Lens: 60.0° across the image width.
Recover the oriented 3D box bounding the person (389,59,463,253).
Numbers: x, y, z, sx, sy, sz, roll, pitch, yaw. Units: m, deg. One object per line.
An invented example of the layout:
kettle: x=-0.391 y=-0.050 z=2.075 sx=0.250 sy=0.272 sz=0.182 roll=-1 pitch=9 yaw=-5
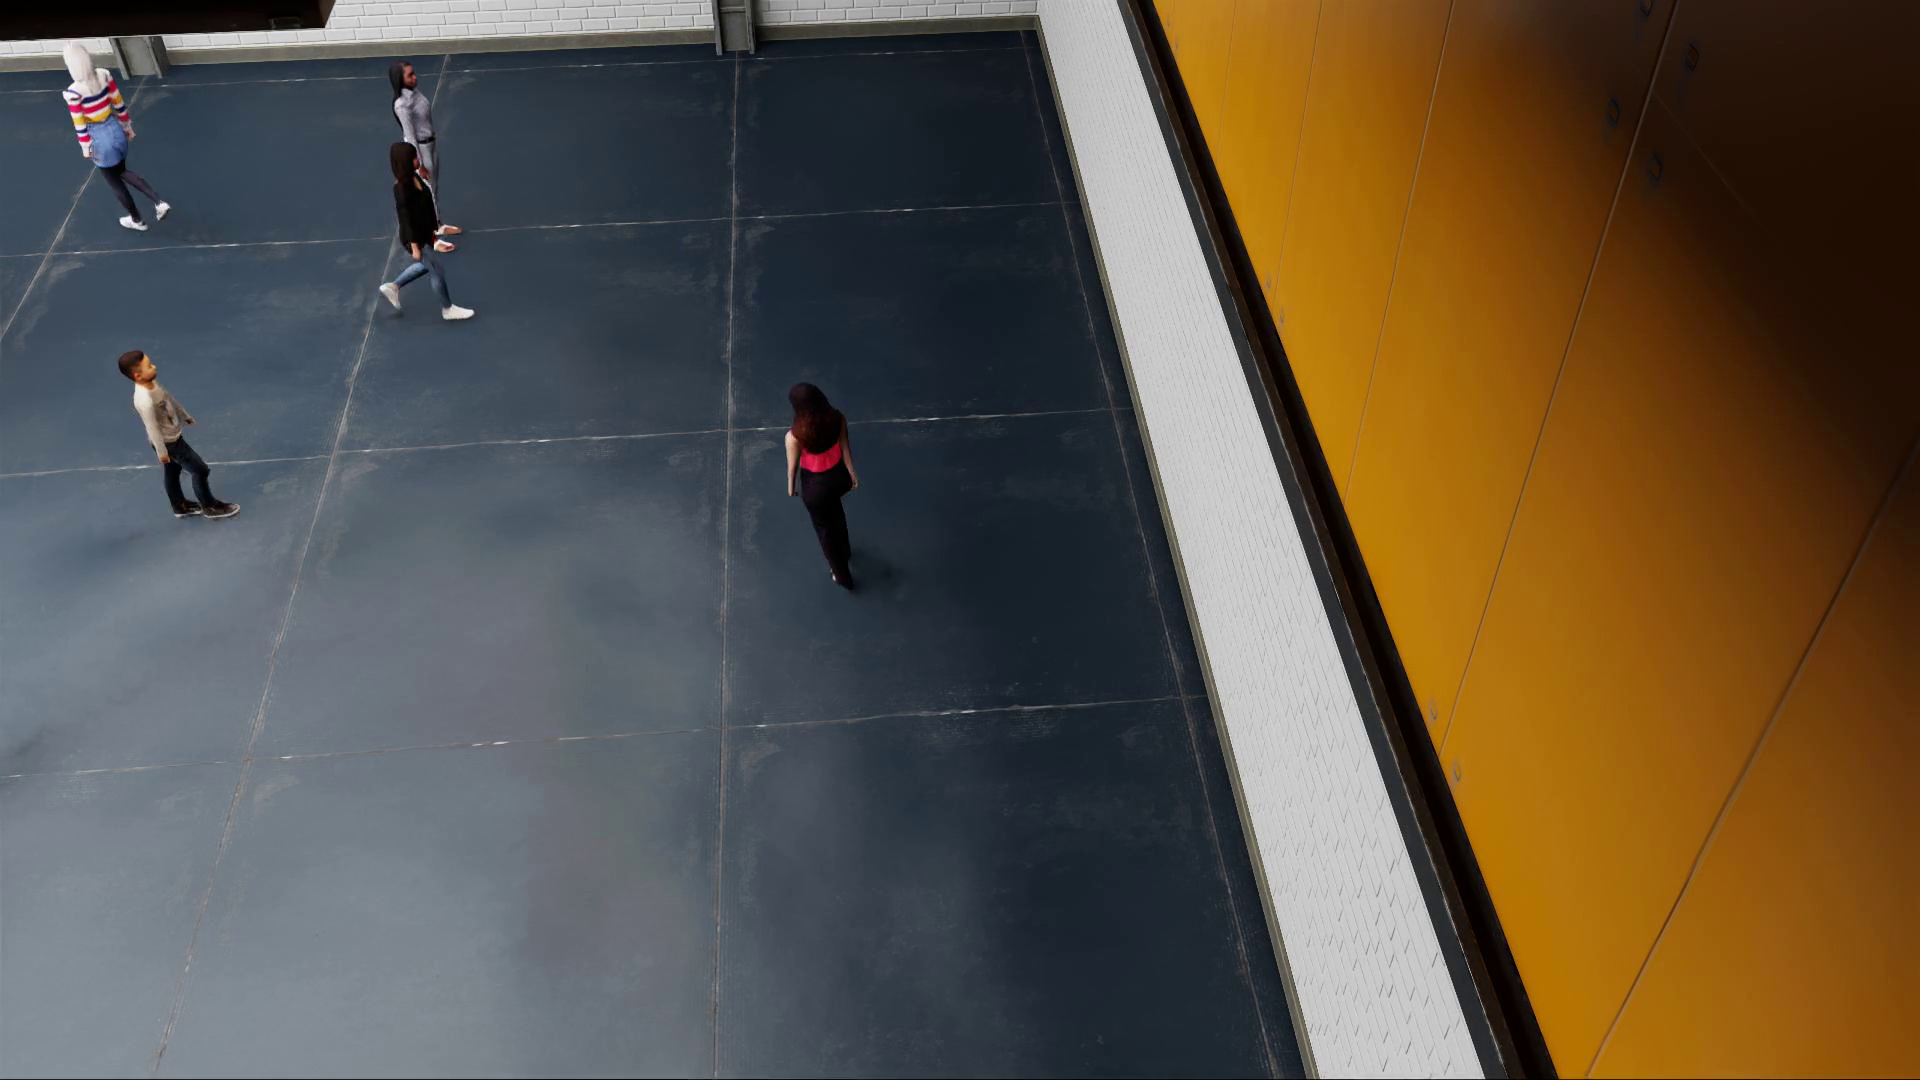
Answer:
person: x=-4.592 y=-3.305 z=14.203 sx=0.516 sy=1.724 sz=0.612 roll=0 pitch=44 yaw=0

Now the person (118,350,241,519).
person: x=-5.634 y=-0.704 z=11.670 sx=0.759 sy=1.451 sz=0.669 roll=-18 pitch=46 yaw=-18

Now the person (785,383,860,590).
person: x=-0.859 y=-0.339 z=11.161 sx=0.782 sy=1.626 sz=0.828 roll=-21 pitch=48 yaw=-21

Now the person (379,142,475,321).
person: x=-4.432 y=-2.449 z=13.374 sx=0.942 sy=1.626 sz=0.585 roll=-4 pitch=44 yaw=-5

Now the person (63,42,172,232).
person: x=-7.259 y=-3.419 z=14.269 sx=0.922 sy=1.797 sz=0.829 roll=14 pitch=45 yaw=14
